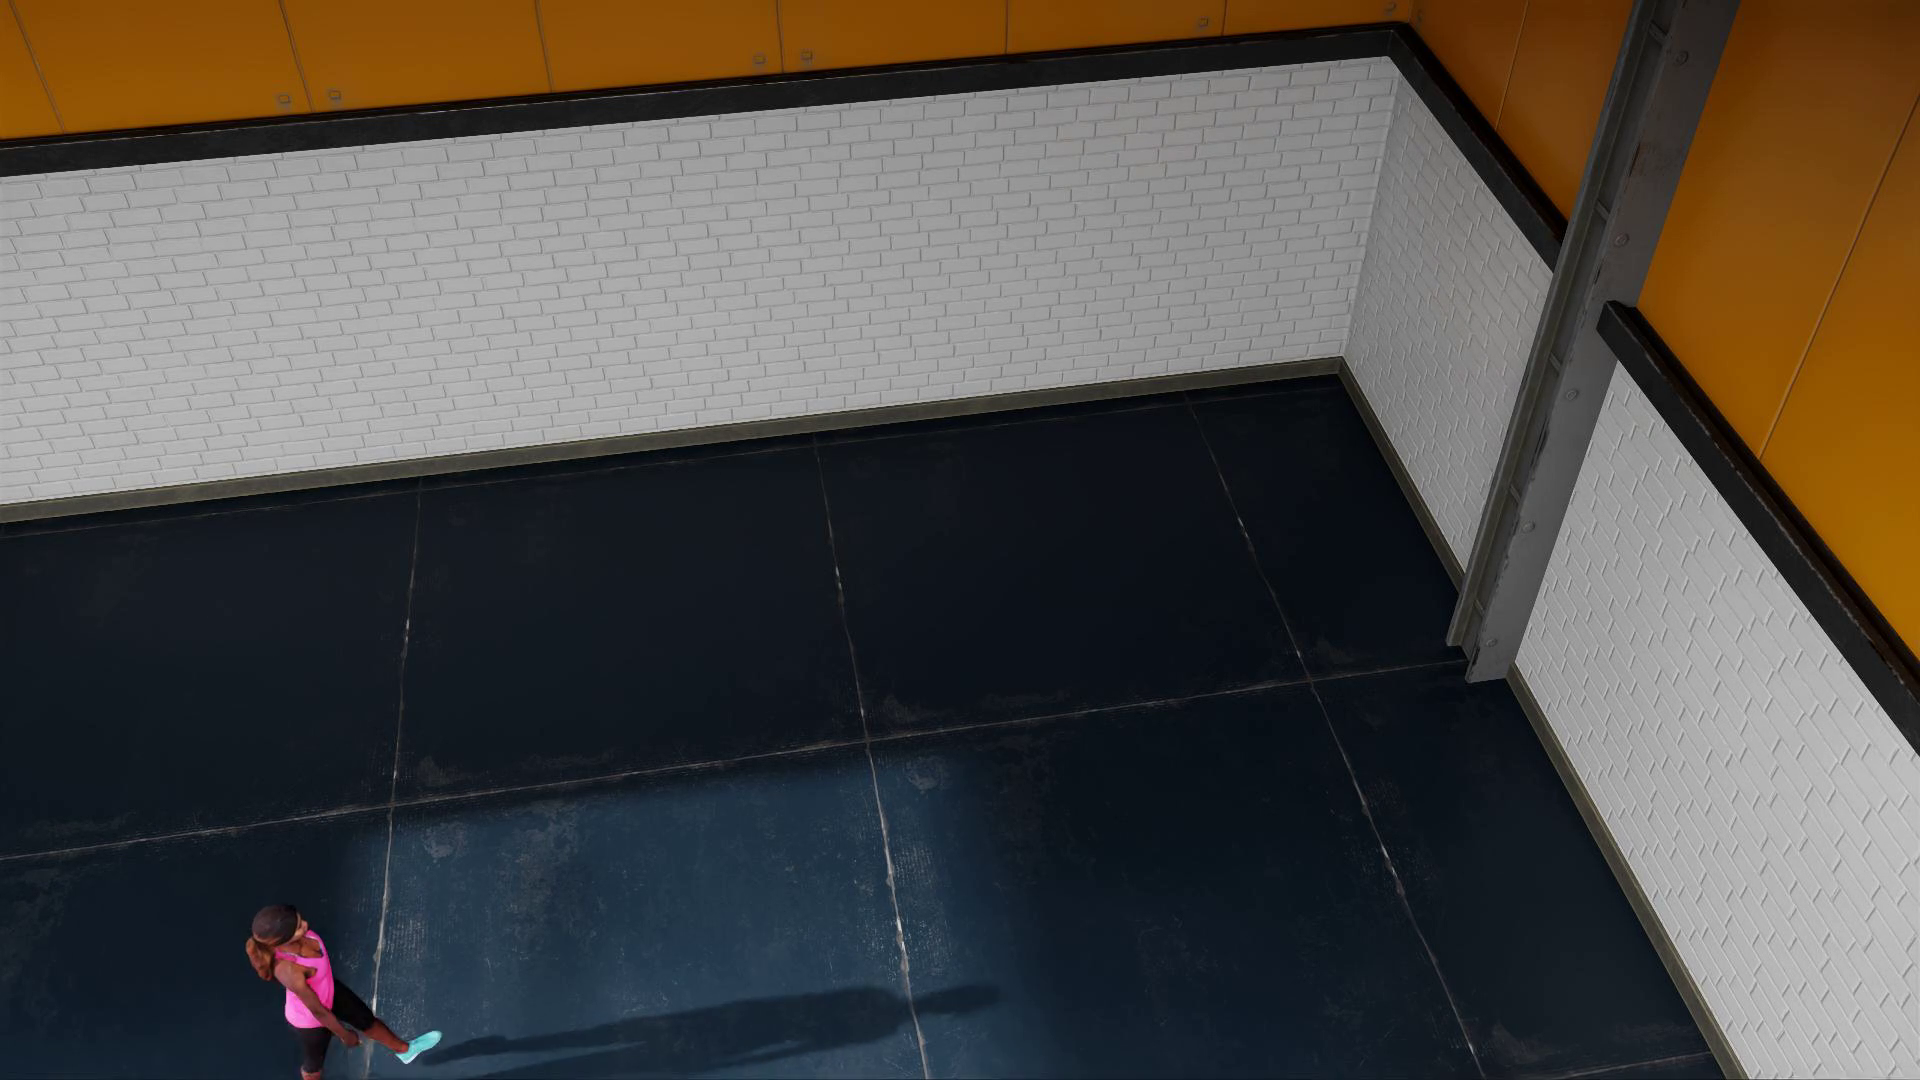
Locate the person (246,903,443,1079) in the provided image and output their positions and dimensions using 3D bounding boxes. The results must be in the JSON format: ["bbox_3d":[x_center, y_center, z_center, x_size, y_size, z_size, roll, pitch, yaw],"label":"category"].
[{"bbox_3d":[-3.352,2.392,8.410,0.749,1.695,0.948,-13,45,-14],"label":"person"}]
